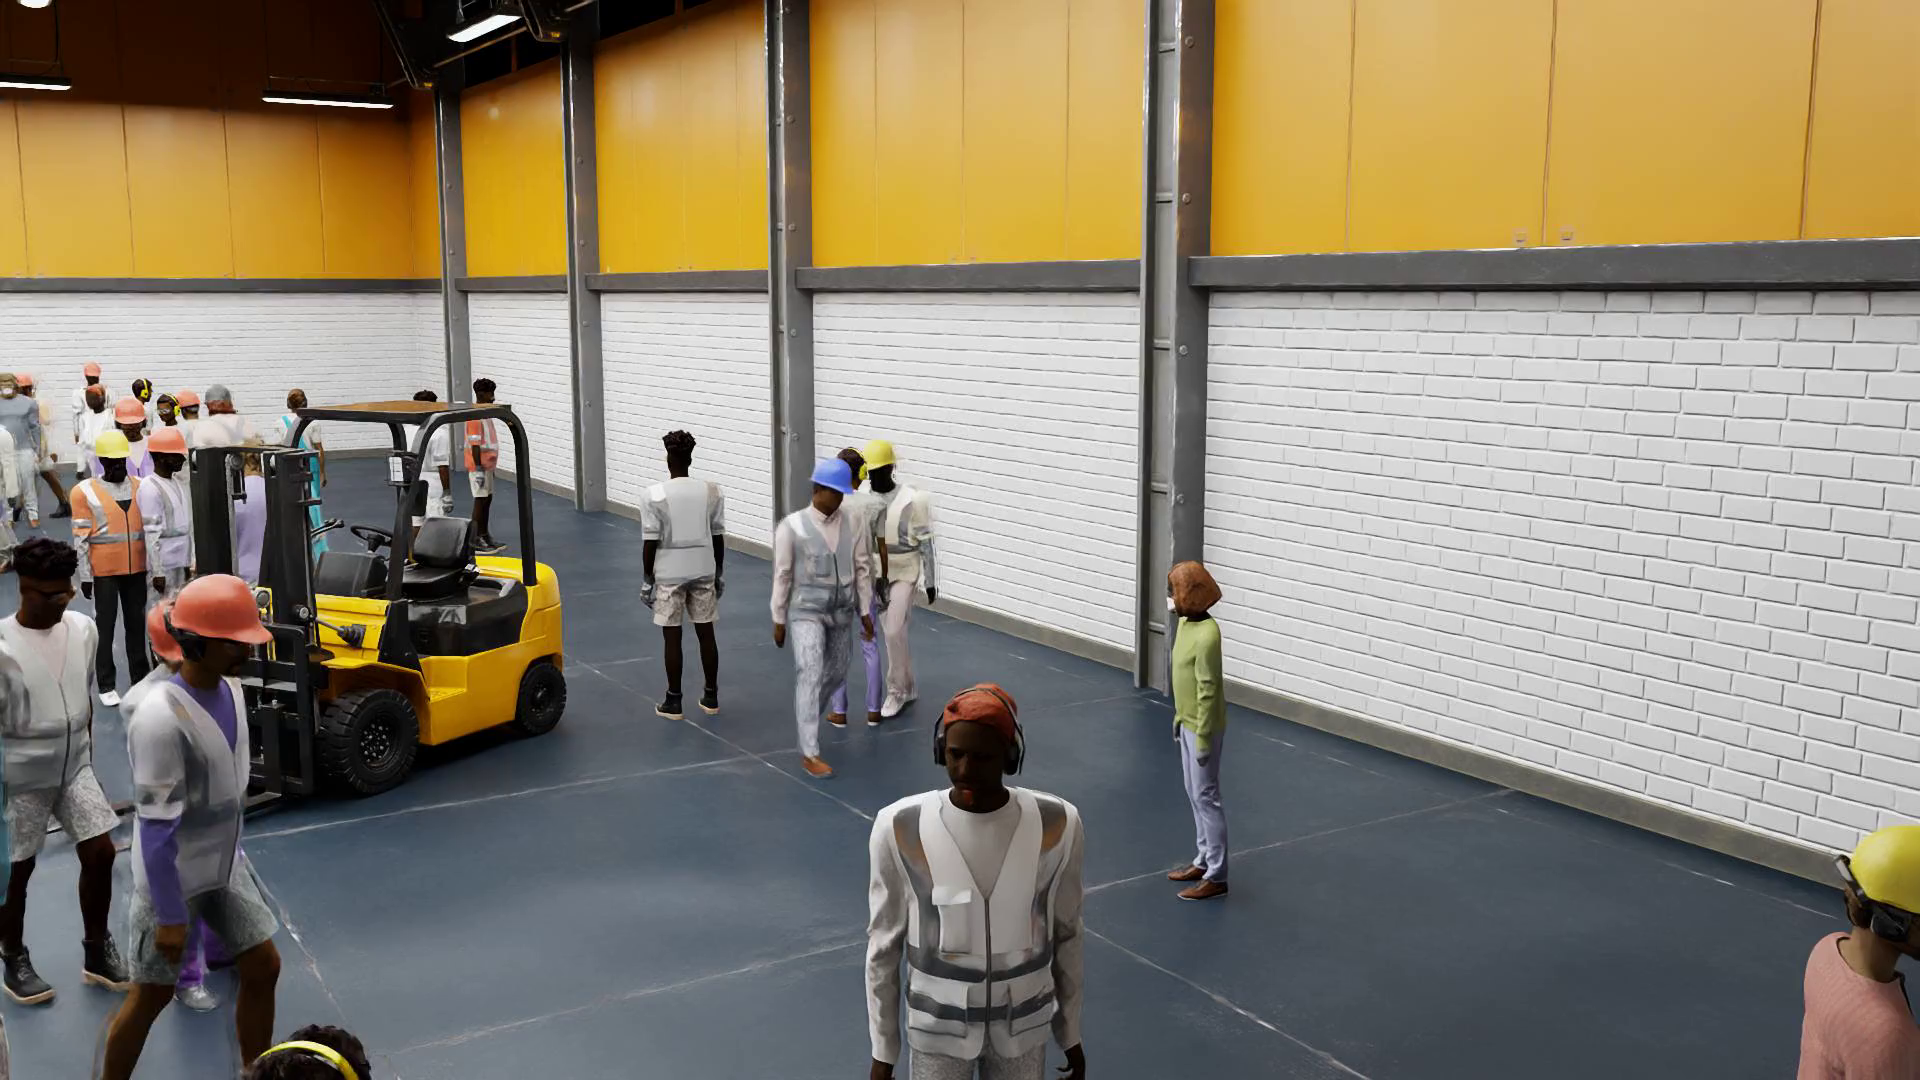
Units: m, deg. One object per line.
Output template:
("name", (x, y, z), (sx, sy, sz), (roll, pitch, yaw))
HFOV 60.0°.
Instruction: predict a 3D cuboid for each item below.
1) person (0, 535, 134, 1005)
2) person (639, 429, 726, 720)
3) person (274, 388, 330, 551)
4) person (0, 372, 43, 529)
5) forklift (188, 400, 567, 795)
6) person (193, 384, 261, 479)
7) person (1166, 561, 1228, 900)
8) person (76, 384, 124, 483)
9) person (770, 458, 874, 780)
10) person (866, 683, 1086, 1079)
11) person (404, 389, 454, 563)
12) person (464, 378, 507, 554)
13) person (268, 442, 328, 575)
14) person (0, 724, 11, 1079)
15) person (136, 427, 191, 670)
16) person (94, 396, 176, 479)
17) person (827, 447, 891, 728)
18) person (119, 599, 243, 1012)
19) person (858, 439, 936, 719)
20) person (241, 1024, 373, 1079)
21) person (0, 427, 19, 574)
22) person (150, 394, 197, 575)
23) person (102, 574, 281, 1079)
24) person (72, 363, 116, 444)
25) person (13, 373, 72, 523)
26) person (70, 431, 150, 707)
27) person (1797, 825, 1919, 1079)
("person", (-3.704, 0.933, 6.714), (0.515, 1.932, 0.625), (4, 9, 24))
("person", (-1.878, 0.234, 11.278), (0.609, 1.965, 0.368), (-5, 10, -29))
("person", (-7.199, -0.732, 18.193), (0.505, 1.847, 0.344), (-1, 8, -5))
("person", (-11.540, -1.083, 20.285), (0.636, 1.931, 0.377), (-5, 10, -31))
("forklift", (-3.529, 0.258, 10.348), (1.214, 2.155, 2.313), (4, 9, 25))
("person", (-7.146, -0.564, 16.403), (0.860, 2.000, 0.699), (5, 10, 30))
("person", (1.127, 0.903, 7.938), (0.308, 1.624, 0.491), (0, 8, -3))
("person", (-9.595, -0.805, 18.581), (0.599, 1.870, 0.434), (4, 9, 24))
("person", (-0.885, 0.432, 10.161), (0.626, 1.909, 0.806), (-6, 10, -34))
("person", (0.046, 1.299, 4.374), (0.586, 1.882, 0.343), (-1, 9, -8))
("person", (-5.154, -0.473, 16.078), (0.604, 1.959, 0.372), (4, 9, 26))
("person", (-5.281, -0.819, 18.433), (0.388, 1.953, 0.609), (-1, 8, -4))
("person", (-4.689, 0.216, 11.856), (0.395, 1.834, 0.574), (-3, 9, -22))
("person", (-3.338, 1.132, 5.324), (0.605, 1.939, 0.415), (1, 9, 8))
("person", (-5.661, 0.155, 11.942), (0.388, 1.930, 0.544), (-1, 8, -6))
("person", (-6.881, -0.192, 13.945), (0.614, 2.031, 0.402), (-6, 10, -34))
("person", (-0.723, 0.316, 11.067), (0.521, 1.865, 0.319), (-1, 9, -8))
("person", (-3.054, 1.046, 6.677), (0.396, 1.703, 0.682), (1, 9, 10))
("person", (-0.517, 0.257, 11.327), (0.597, 1.893, 0.745), (5, 10, 30))
("person", (-0.973, 1.622, 2.448), (0.497, 1.825, 0.982), (1, 8, 4))
("person", (-9.849, -0.511, 16.716), (0.647, 1.848, 1.038), (2, 9, 12))
("person", (-8.025, -0.562, 17.035), (0.510, 1.854, 0.324), (1, 8, 4))
("person", (-2.586, 1.094, 5.544), (0.773, 1.980, 0.668), (1, 8, 5))
("person", (-12.319, -1.572, 23.709), (0.572, 1.882, 0.978), (-4, 9, -25))
("person", (-11.754, -1.167, 21.006), (0.542, 1.871, 1.024), (6, 10, 36))
("person", (-5.905, 0.191, 11.699), (0.367, 1.927, 0.590), (5, 10, 33))
("person", (1.989, 1.470, 3.672), (0.339, 1.756, 0.532), (2, 9, 15))
